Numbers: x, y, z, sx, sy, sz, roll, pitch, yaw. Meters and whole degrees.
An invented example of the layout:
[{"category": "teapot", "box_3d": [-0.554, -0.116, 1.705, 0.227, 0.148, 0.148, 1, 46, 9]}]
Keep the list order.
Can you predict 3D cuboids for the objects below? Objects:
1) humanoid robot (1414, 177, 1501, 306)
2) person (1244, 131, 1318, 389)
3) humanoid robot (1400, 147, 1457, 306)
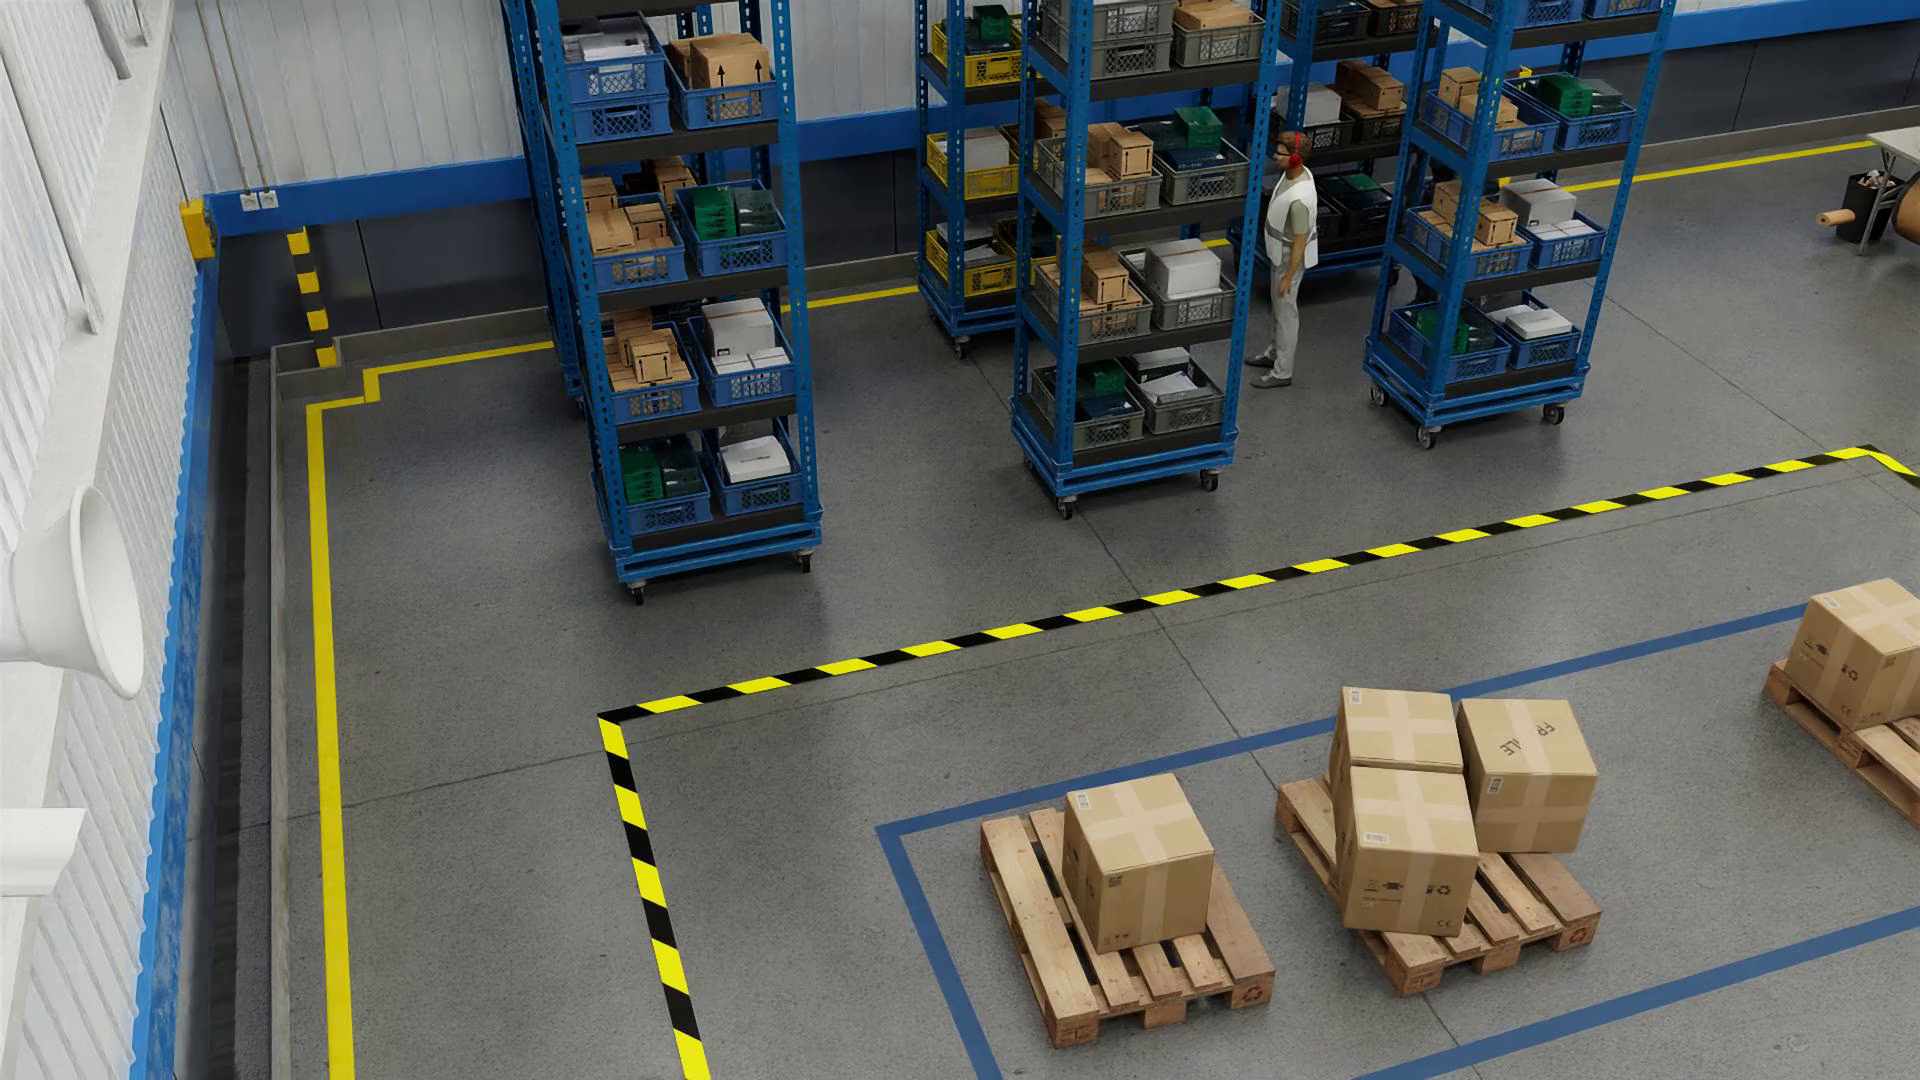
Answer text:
[{"category": "humanoid robot", "box_3d": [3.547, -2.090, 11.826, 0.667, 1.612, 0.588, 0, 35, -1]}, {"category": "person", "box_3d": [2.243, -1.906, 11.392, 0.397, 1.843, 0.563, 2, 35, 3]}, {"category": "humanoid robot", "box_3d": [3.498, -2.421, 12.257, 0.385, 1.648, 0.589, -26, 43, -32]}]
